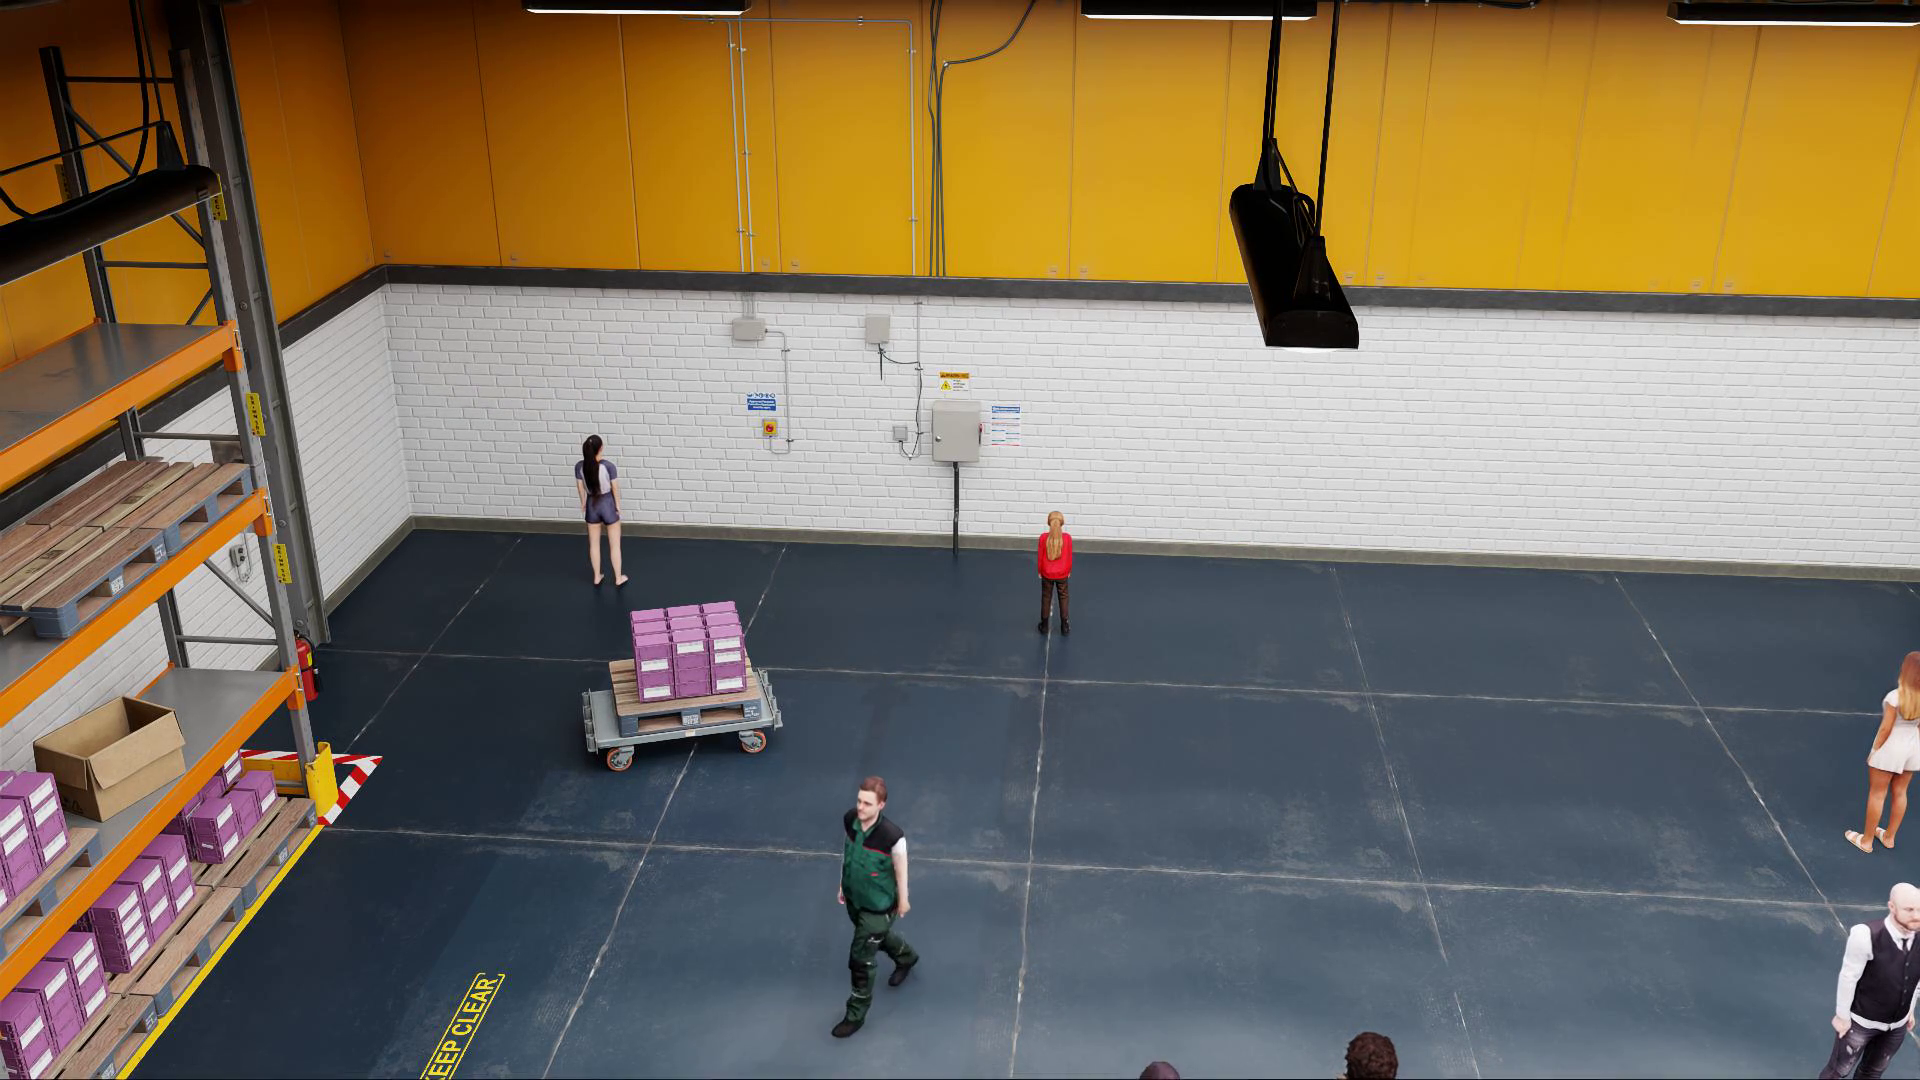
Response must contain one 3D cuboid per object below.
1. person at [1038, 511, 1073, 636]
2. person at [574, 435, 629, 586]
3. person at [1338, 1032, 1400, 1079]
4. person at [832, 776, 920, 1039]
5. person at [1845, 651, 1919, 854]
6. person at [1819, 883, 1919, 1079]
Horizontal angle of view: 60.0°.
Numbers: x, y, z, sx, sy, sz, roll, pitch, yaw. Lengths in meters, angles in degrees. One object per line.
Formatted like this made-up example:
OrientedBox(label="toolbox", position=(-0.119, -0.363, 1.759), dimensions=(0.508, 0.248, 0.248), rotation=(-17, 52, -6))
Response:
OrientedBox(label="person", position=(0.931, 0.318, 16.276), dimensions=(0.491, 1.280, 0.485), rotation=(1, 24, 2))
OrientedBox(label="person", position=(-3.722, -0.309, 17.250), dimensions=(0.594, 1.650, 0.516), rotation=(3, 24, 7))
OrientedBox(label="person", position=(2.089, 3.338, 8.741), dimensions=(0.632, 1.781, 0.611), rotation=(0, 24, 1))
OrientedBox(label="person", position=(-0.538, 2.332, 11.008), dimensions=(1.076, 1.810, 1.206), rotation=(21, 31, 40))
OrientedBox(label="person", position=(7.194, 1.622, 12.773), dimensions=(0.622, 1.697, 0.630), rotation=(-4, 24, -9))
OrientedBox(label="person", position=(5.430, 2.819, 9.876), dimensions=(0.745, 1.824, 0.686), rotation=(-4, 24, -9))
